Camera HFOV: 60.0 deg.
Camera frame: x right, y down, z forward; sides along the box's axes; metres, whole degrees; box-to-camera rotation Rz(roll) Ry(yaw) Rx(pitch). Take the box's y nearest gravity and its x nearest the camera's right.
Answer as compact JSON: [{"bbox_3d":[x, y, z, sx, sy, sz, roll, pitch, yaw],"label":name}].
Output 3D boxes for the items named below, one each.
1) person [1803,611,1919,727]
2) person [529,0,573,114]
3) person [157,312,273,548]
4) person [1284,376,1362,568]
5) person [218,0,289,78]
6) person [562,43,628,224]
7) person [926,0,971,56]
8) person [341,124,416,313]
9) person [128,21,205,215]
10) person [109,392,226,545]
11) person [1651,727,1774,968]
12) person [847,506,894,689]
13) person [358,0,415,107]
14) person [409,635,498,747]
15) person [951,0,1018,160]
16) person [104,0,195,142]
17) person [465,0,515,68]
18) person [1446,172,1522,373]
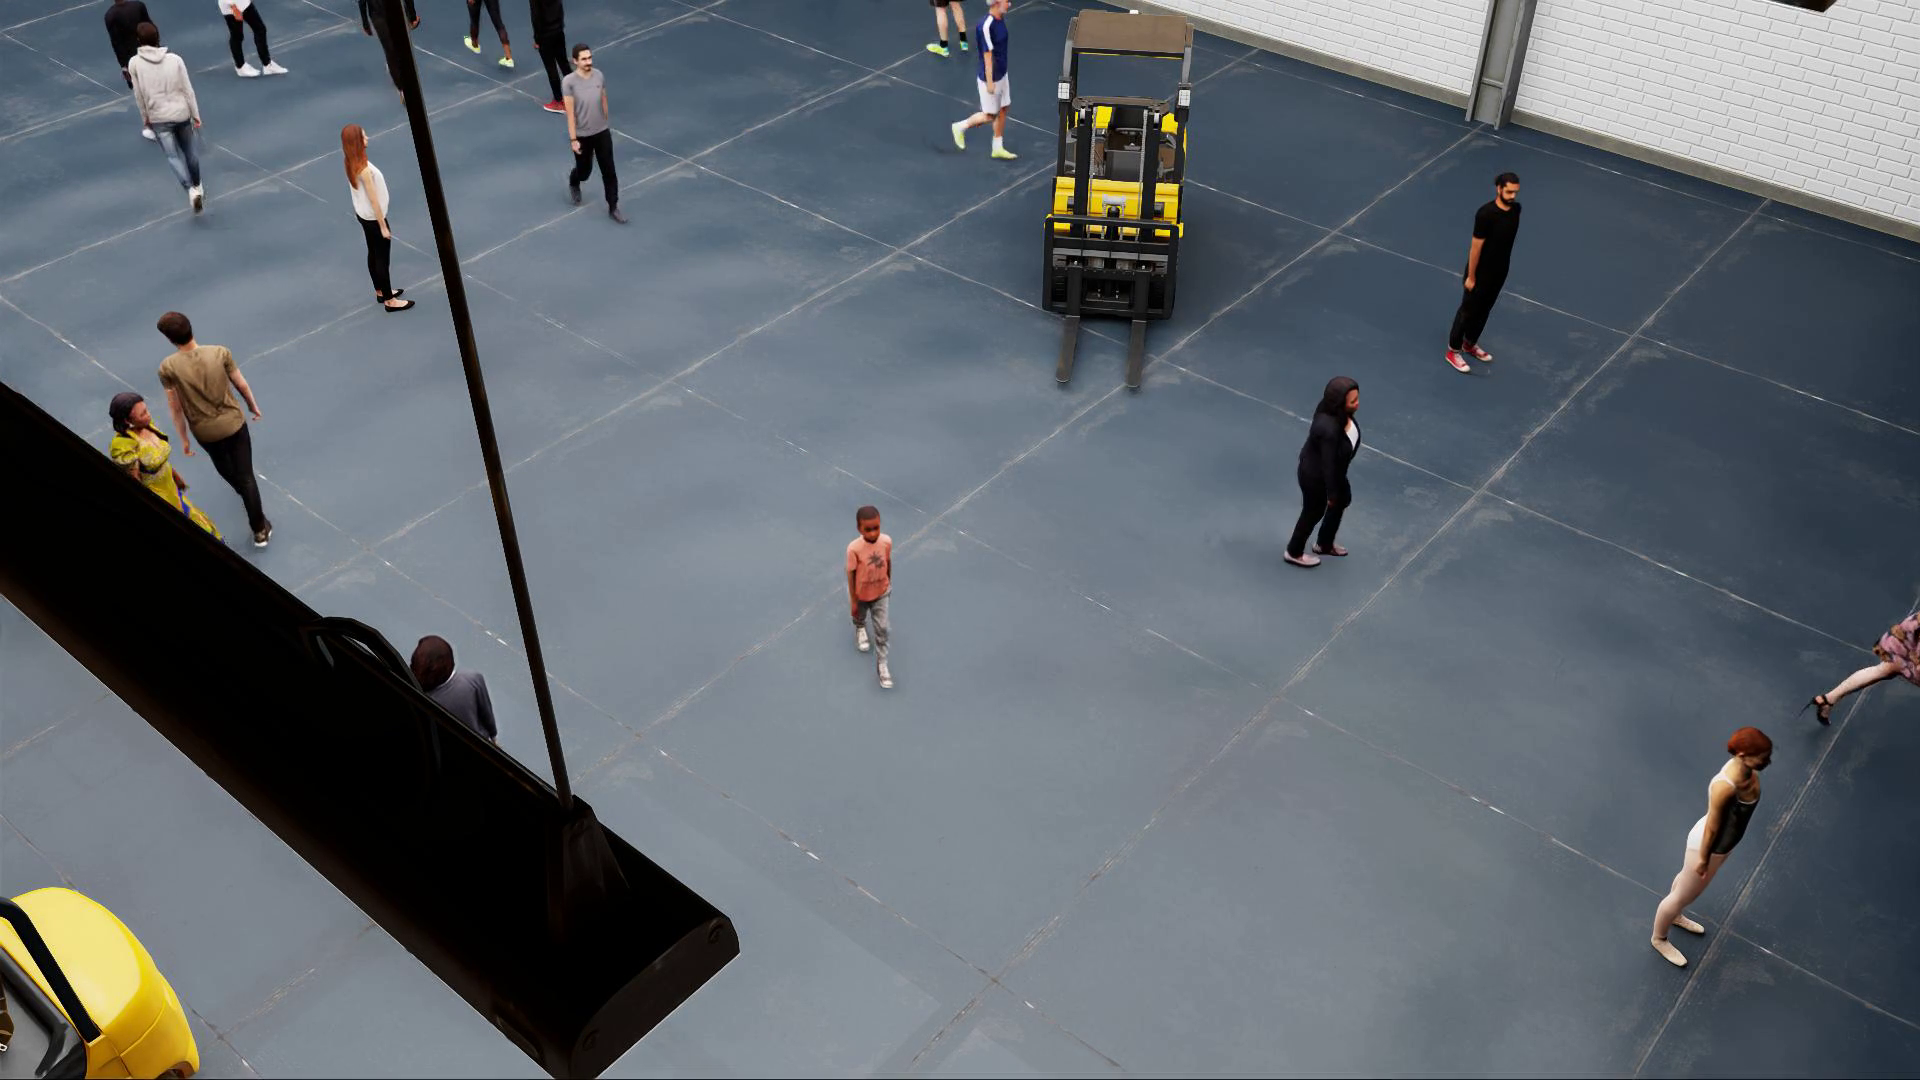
[{"bbox_3d":[5.890,0.651,10.247,1.260,1.724,0.905,12,40,15],"label":"person"},{"bbox_3d":[-4.414,-5.449,17.925,0.534,1.674,0.613,23,44,26],"label":"person"},{"bbox_3d":[-5.312,-0.745,11.940,1.074,1.794,1.313,-14,41,-17],"label":"person"},{"bbox_3d":[2.488,-0.476,11.757,0.818,1.602,0.781,10,40,13],"label":"person"},{"bbox_3d":[-8.172,-6.018,18.547,0.963,1.788,0.864,6,39,8],"label":"person"},{"bbox_3d":[-3.589,-3.926,15.970,0.774,1.735,1.051,-26,45,-28],"label":"person"},{"bbox_3d":[-0.122,-6.507,19.080,0.788,1.887,0.722,-25,45,-28],"label":"person"},{"bbox_3d":[-5.167,-2.832,14.612,0.686,1.721,0.531,-23,44,-26],"label":"person"},{"bbox_3d":[-7.613,-4.042,16.039,0.872,1.830,1.204,-22,44,-26],"label":"person"},{"bbox_3d":[-5.646,-0.292,11.494,1.050,1.642,0.995,-5,39,-6],"label":"person"},{"bbox_3d":[4.101,1.638,9.076,0.465,1.644,0.548,28,47,31],"label":"person"},{"bbox_3d":[-0.633,0.289,11.056,0.801,1.281,0.945,-10,40,-12],"label":"person"},{"bbox_3d":[-6.308,-5.738,18.208,0.794,1.773,1.216,-27,46,-29],"label":"person"},{"bbox_3d":[-2.828,1.233,9.485,0.654,1.767,0.597,-25,45,-28],"label":"person"},{"bbox_3d":[0.255,-4.734,16.918,1.030,1.815,0.823,15,41,18],"label":"person"},{"bbox_3d":[-8.430,-4.916,17.203,1.027,1.742,0.736,21,43,24],"label":"person"},{"bbox_3d":[-5.359,-6.184,18.825,0.656,1.700,1.180,-31,48,-33],"label":"person"},{"bbox_3d":[4.389,-2.255,13.861,0.677,1.756,0.630,-24,44,-27],"label":"person"}]
